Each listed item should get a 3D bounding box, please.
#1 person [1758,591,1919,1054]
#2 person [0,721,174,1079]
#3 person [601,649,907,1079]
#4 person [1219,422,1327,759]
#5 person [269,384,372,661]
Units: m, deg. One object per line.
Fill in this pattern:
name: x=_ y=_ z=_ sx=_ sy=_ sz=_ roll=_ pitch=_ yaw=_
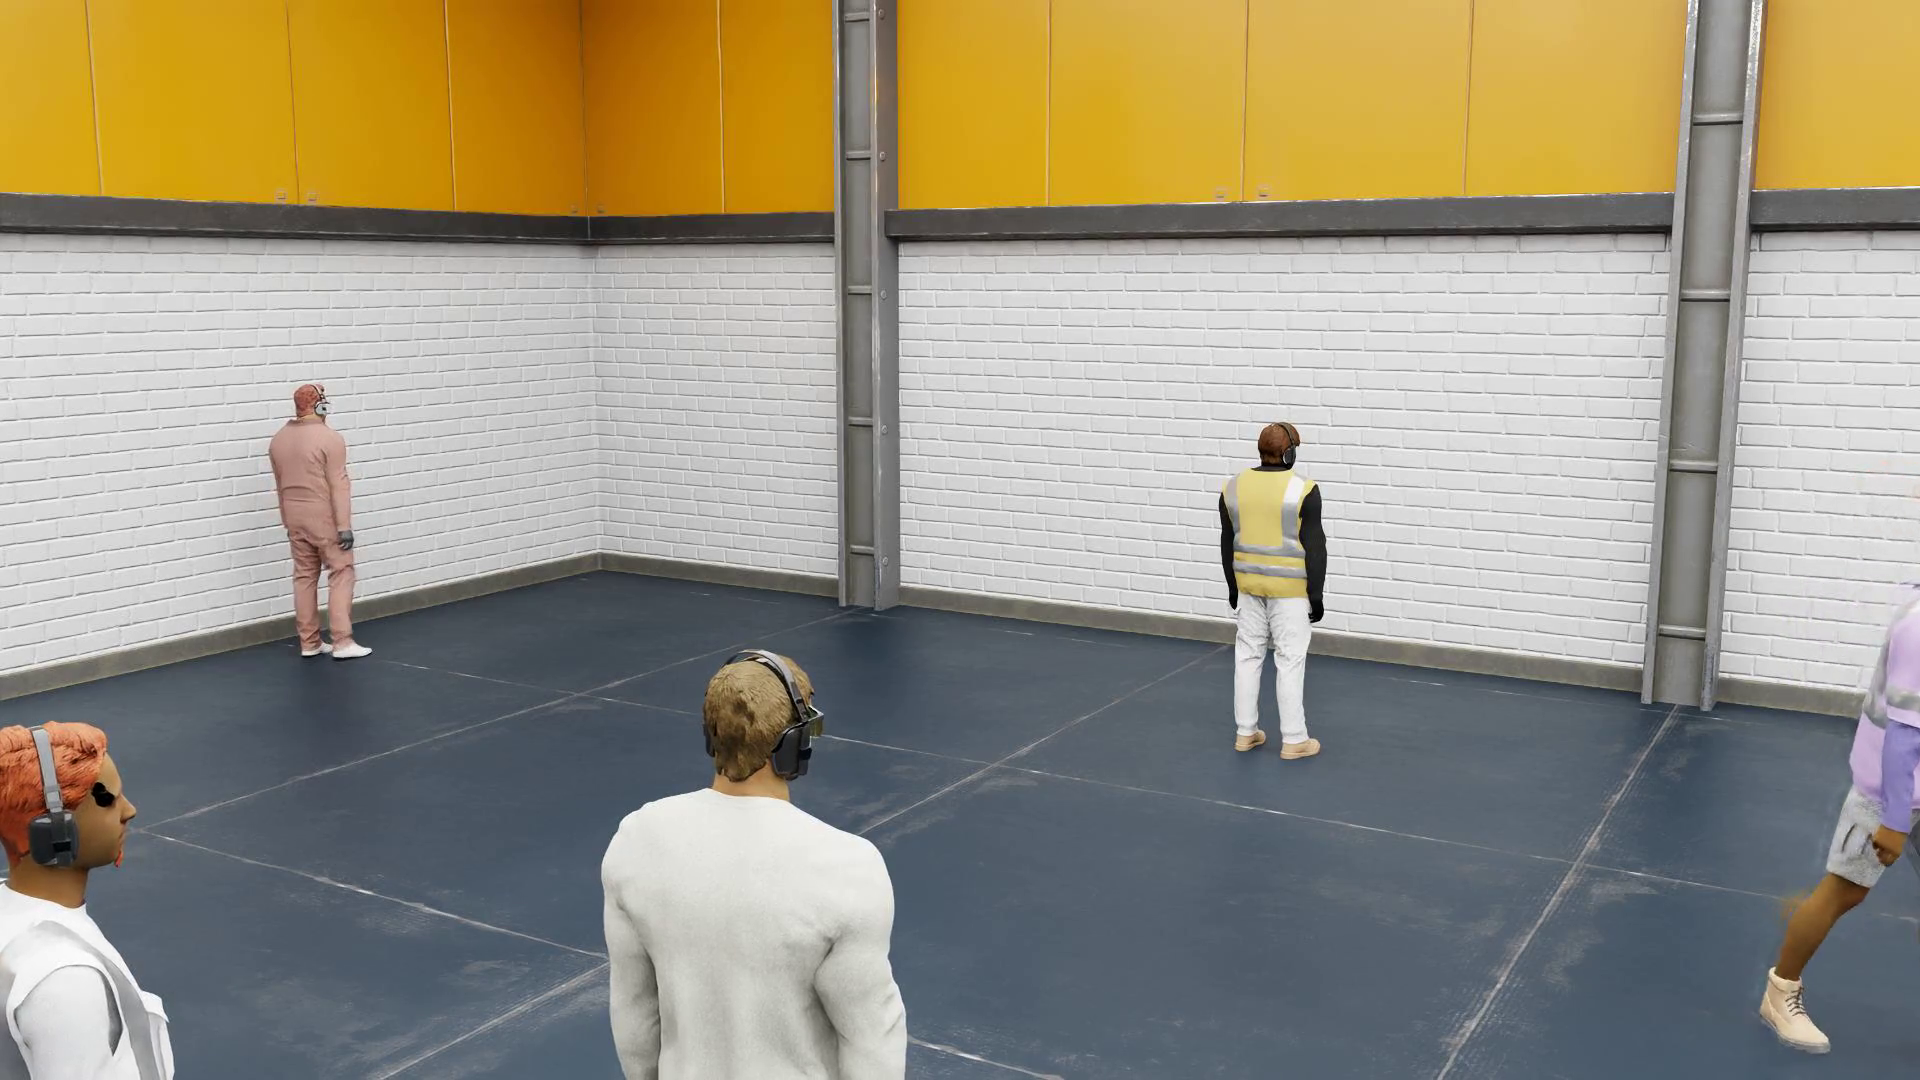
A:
person: x=3.142 y=0.798 z=5.505 sx=0.629 sy=1.981 sz=0.888 roll=-8 pitch=12 yaw=-41
person: x=-1.557 y=1.244 z=2.950 sx=0.354 sy=1.883 sz=0.573 roll=-9 pitch=13 yaw=-43
person: x=-0.388 y=1.164 z=3.272 sx=0.632 sy=1.939 sz=0.368 roll=4 pitch=10 yaw=23
person: x=1.734 y=0.273 z=9.134 sx=0.620 sy=1.845 sz=0.430 roll=7 pitch=12 yaw=39
person: x=-4.399 y=-0.118 z=11.406 sx=0.665 sy=1.898 sz=0.396 roll=4 pitch=10 yaw=26
